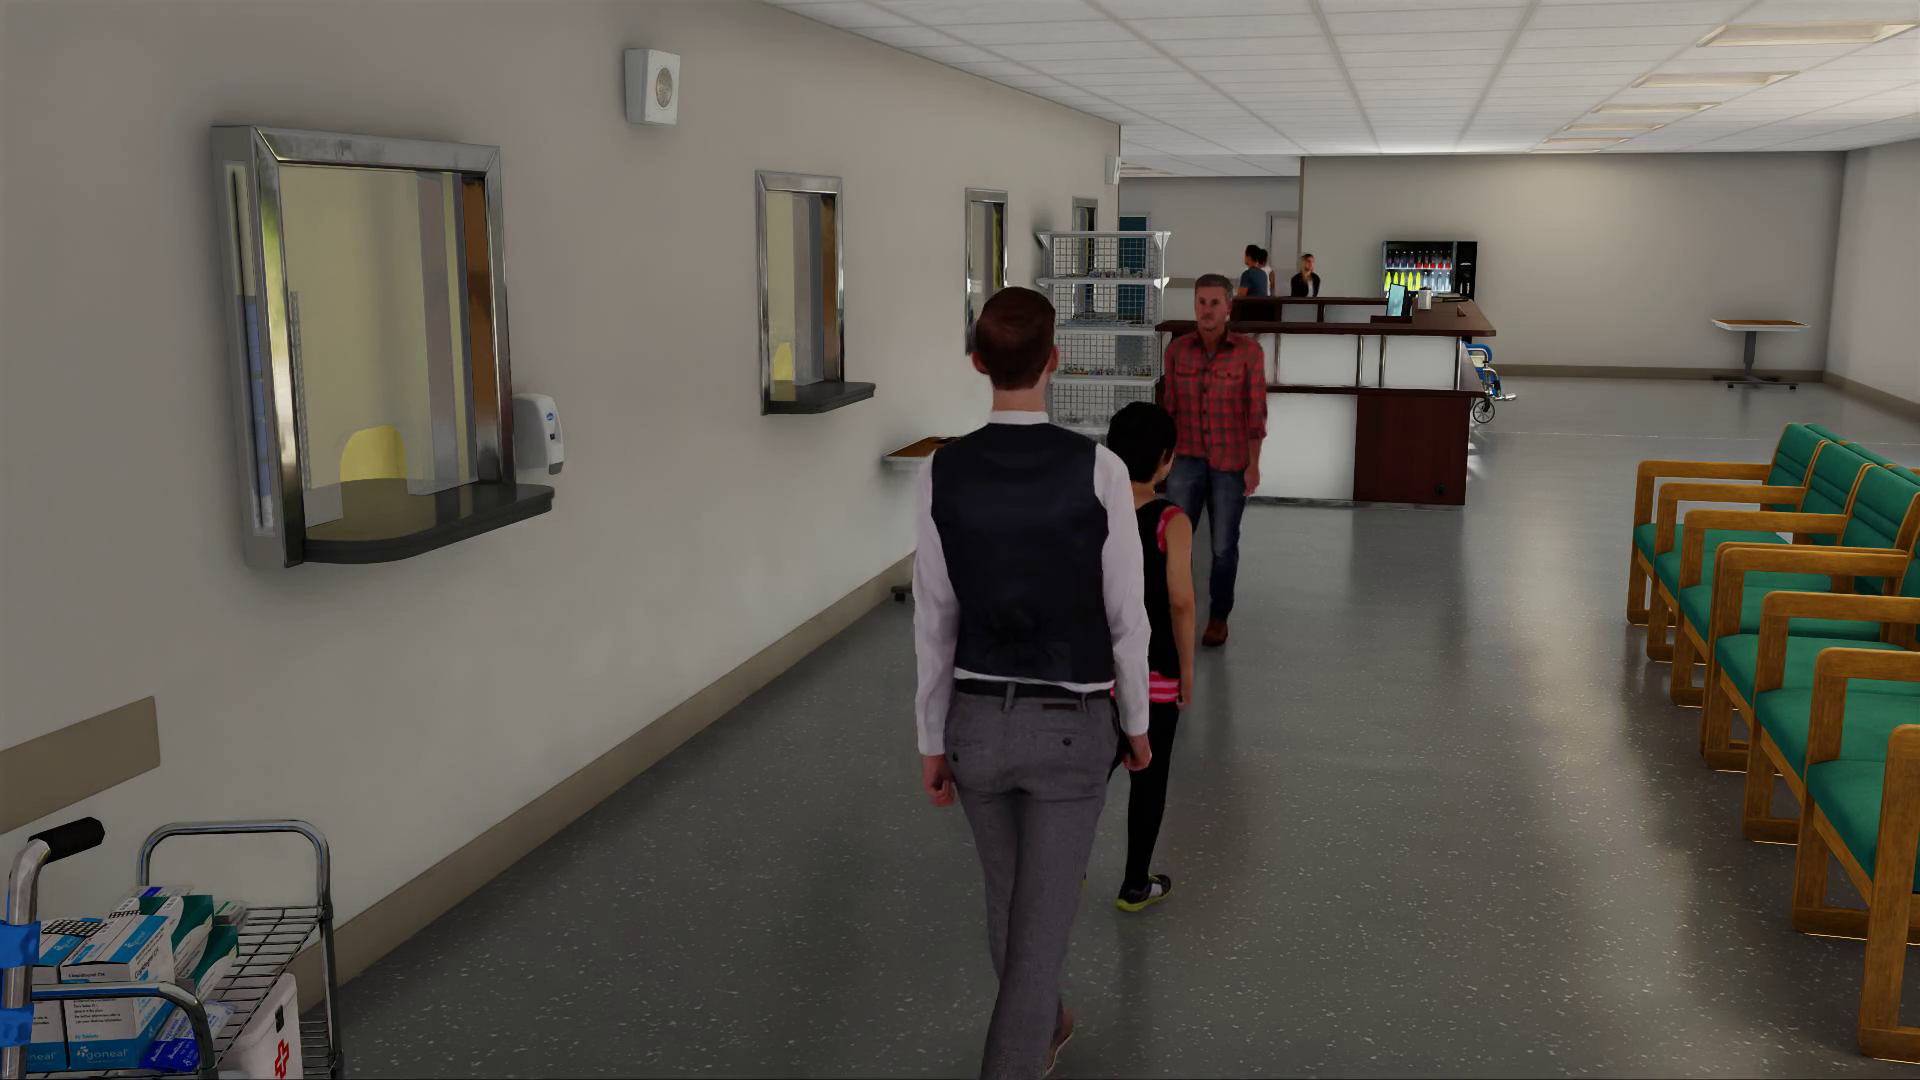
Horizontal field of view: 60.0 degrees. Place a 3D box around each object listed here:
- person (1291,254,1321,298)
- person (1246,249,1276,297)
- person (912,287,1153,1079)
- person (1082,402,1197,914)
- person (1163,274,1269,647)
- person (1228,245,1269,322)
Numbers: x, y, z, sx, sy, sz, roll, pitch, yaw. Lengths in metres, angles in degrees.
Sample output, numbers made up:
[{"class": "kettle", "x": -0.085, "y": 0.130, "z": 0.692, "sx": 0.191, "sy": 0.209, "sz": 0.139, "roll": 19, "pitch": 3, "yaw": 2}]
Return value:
[{"class": "person", "x": 4.577, "y": -2.990, "z": 22.428, "sx": 1.103, "sy": 1.618, "sz": 1.026, "roll": -3, "pitch": 11, "yaw": -17}, {"class": "person", "x": 4.674, "y": -3.708, "z": 26.123, "sx": 1.143, "sy": 1.651, "sz": 1.047, "roll": 9, "pitch": 14, "yaw": 40}, {"class": "person", "x": 0.133, "y": 0.446, "z": 3.531, "sx": 1.178, "sy": 1.913, "sz": 0.802, "roll": 4, "pitch": 12, "yaw": 21}, {"class": "person", "x": 0.461, "y": 0.372, "z": 4.920, "sx": 0.714, "sy": 1.539, "sz": 0.744, "roll": 8, "pitch": 13, "yaw": 36}, {"class": "person", "x": 1.259, "y": -0.385, "z": 8.176, "sx": 0.623, "sy": 1.813, "sz": 0.763, "roll": 4, "pitch": 11, "yaw": 18}, {"class": "person", "x": 3.784, "y": -2.783, "z": 20.899, "sx": 1.072, "sy": 1.780, "sz": 0.857, "roll": 7, "pitch": 13, "yaw": 32}]
